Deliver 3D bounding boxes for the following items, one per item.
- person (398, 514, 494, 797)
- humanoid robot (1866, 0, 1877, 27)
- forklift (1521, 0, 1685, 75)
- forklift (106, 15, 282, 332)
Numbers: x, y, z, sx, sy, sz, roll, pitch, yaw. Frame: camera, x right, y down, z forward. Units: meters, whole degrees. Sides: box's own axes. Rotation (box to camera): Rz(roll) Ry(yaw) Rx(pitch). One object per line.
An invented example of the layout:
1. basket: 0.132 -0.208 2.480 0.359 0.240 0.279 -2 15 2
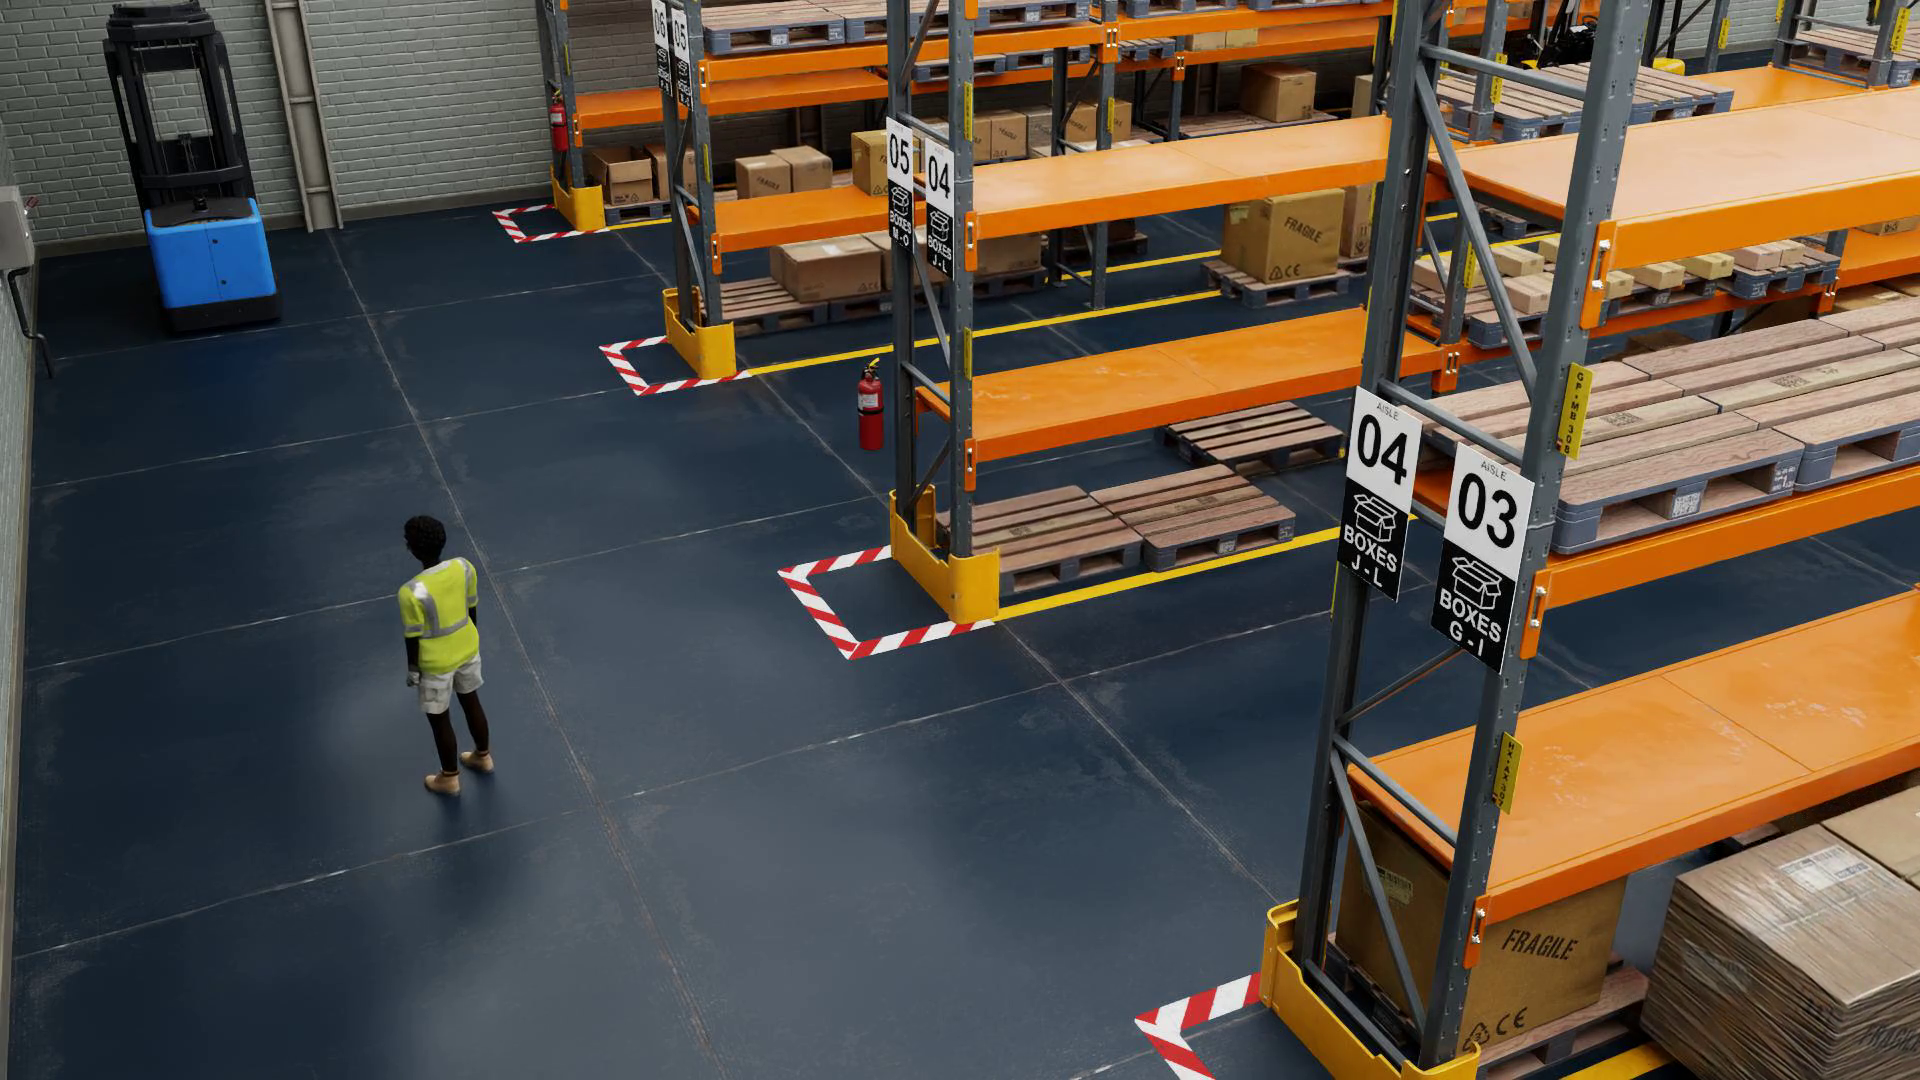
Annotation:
1. person: -2.882 0.641 9.335 0.321 1.686 0.537 14 31 25
2. humanoid robot: 14.822 -8.311 26.489 1.029 1.765 0.536 -18 33 -31
3. forklift: 8.950 -6.807 23.056 1.214 2.155 2.313 -12 30 -22
4. forklift: -7.548 -3.672 16.323 1.129 2.768 1.873 -12 30 -22
